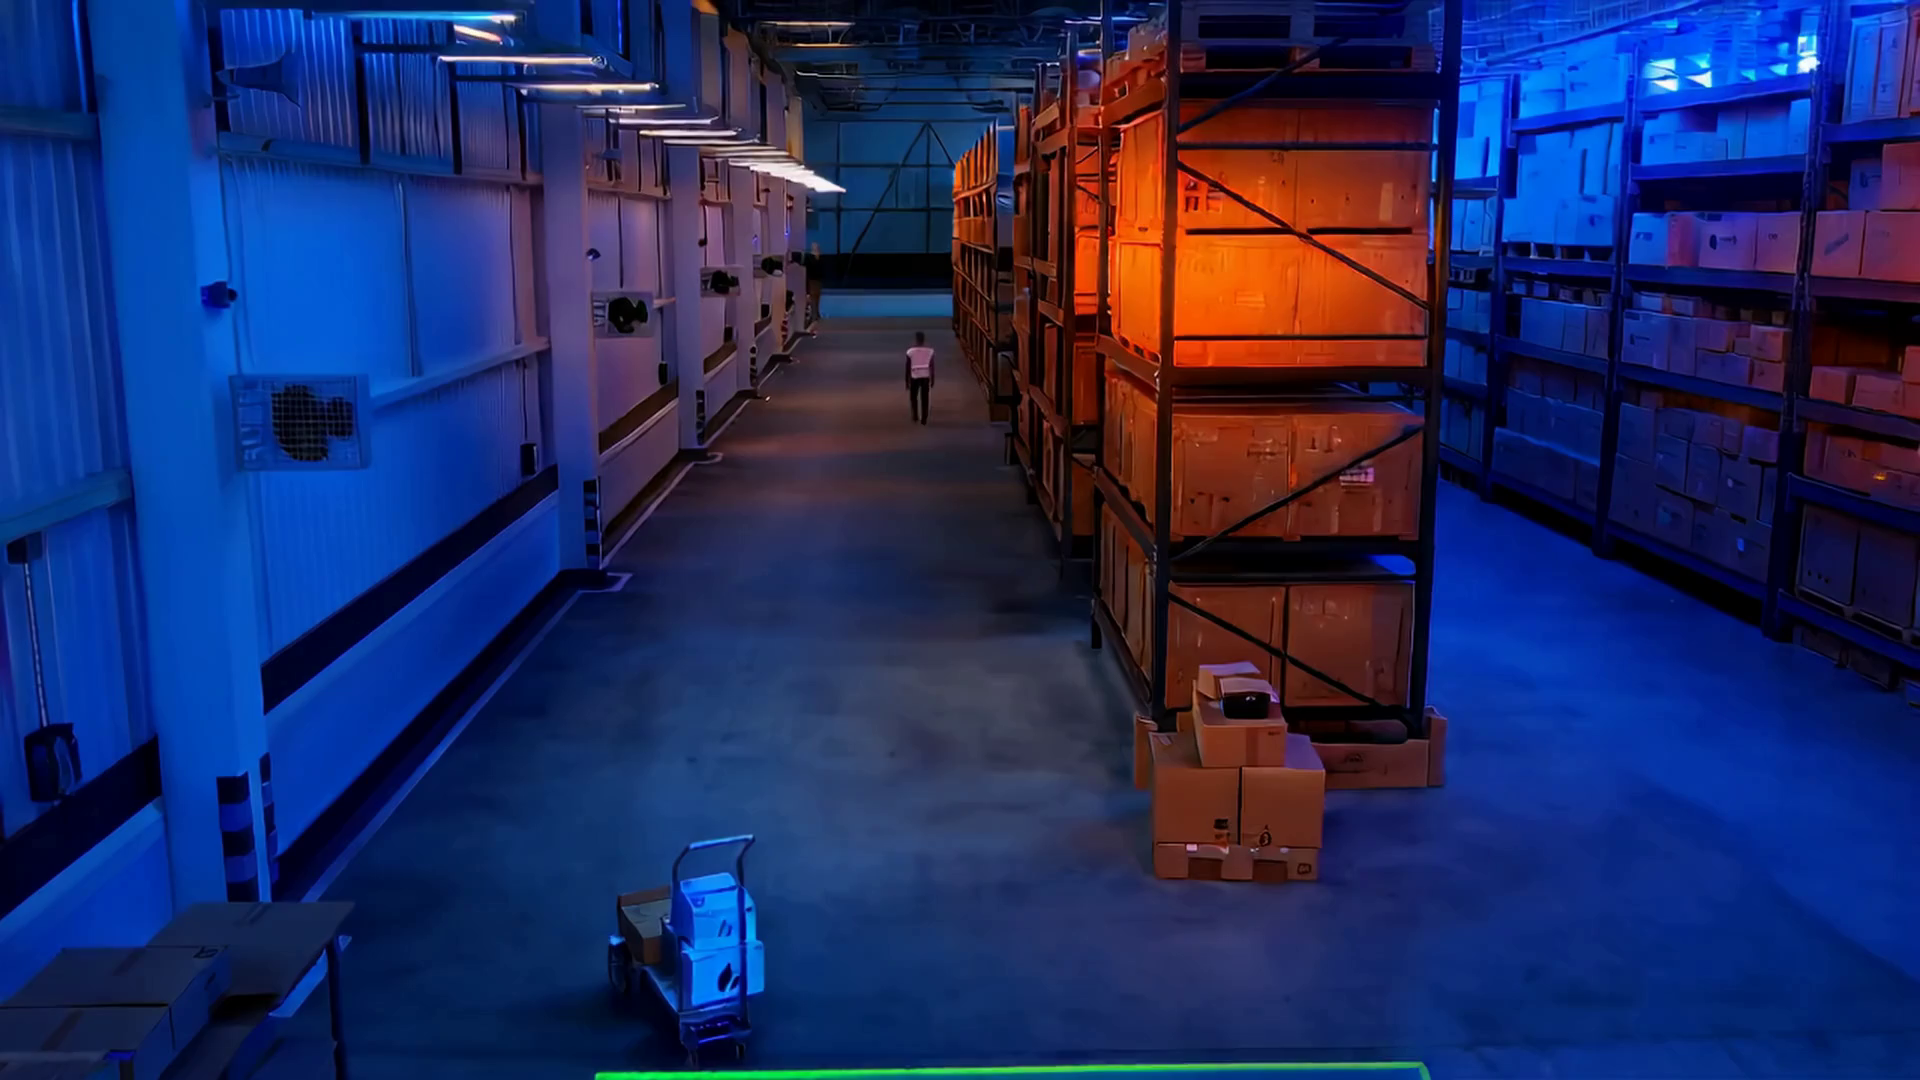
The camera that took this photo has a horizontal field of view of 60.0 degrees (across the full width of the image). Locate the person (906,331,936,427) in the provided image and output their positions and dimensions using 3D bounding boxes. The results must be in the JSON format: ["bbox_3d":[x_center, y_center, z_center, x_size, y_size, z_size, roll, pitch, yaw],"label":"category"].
[{"bbox_3d":[-0.792,-3.196,33.041,0.612,1.897,0.608,-3,11,-13],"label":"person"}]
